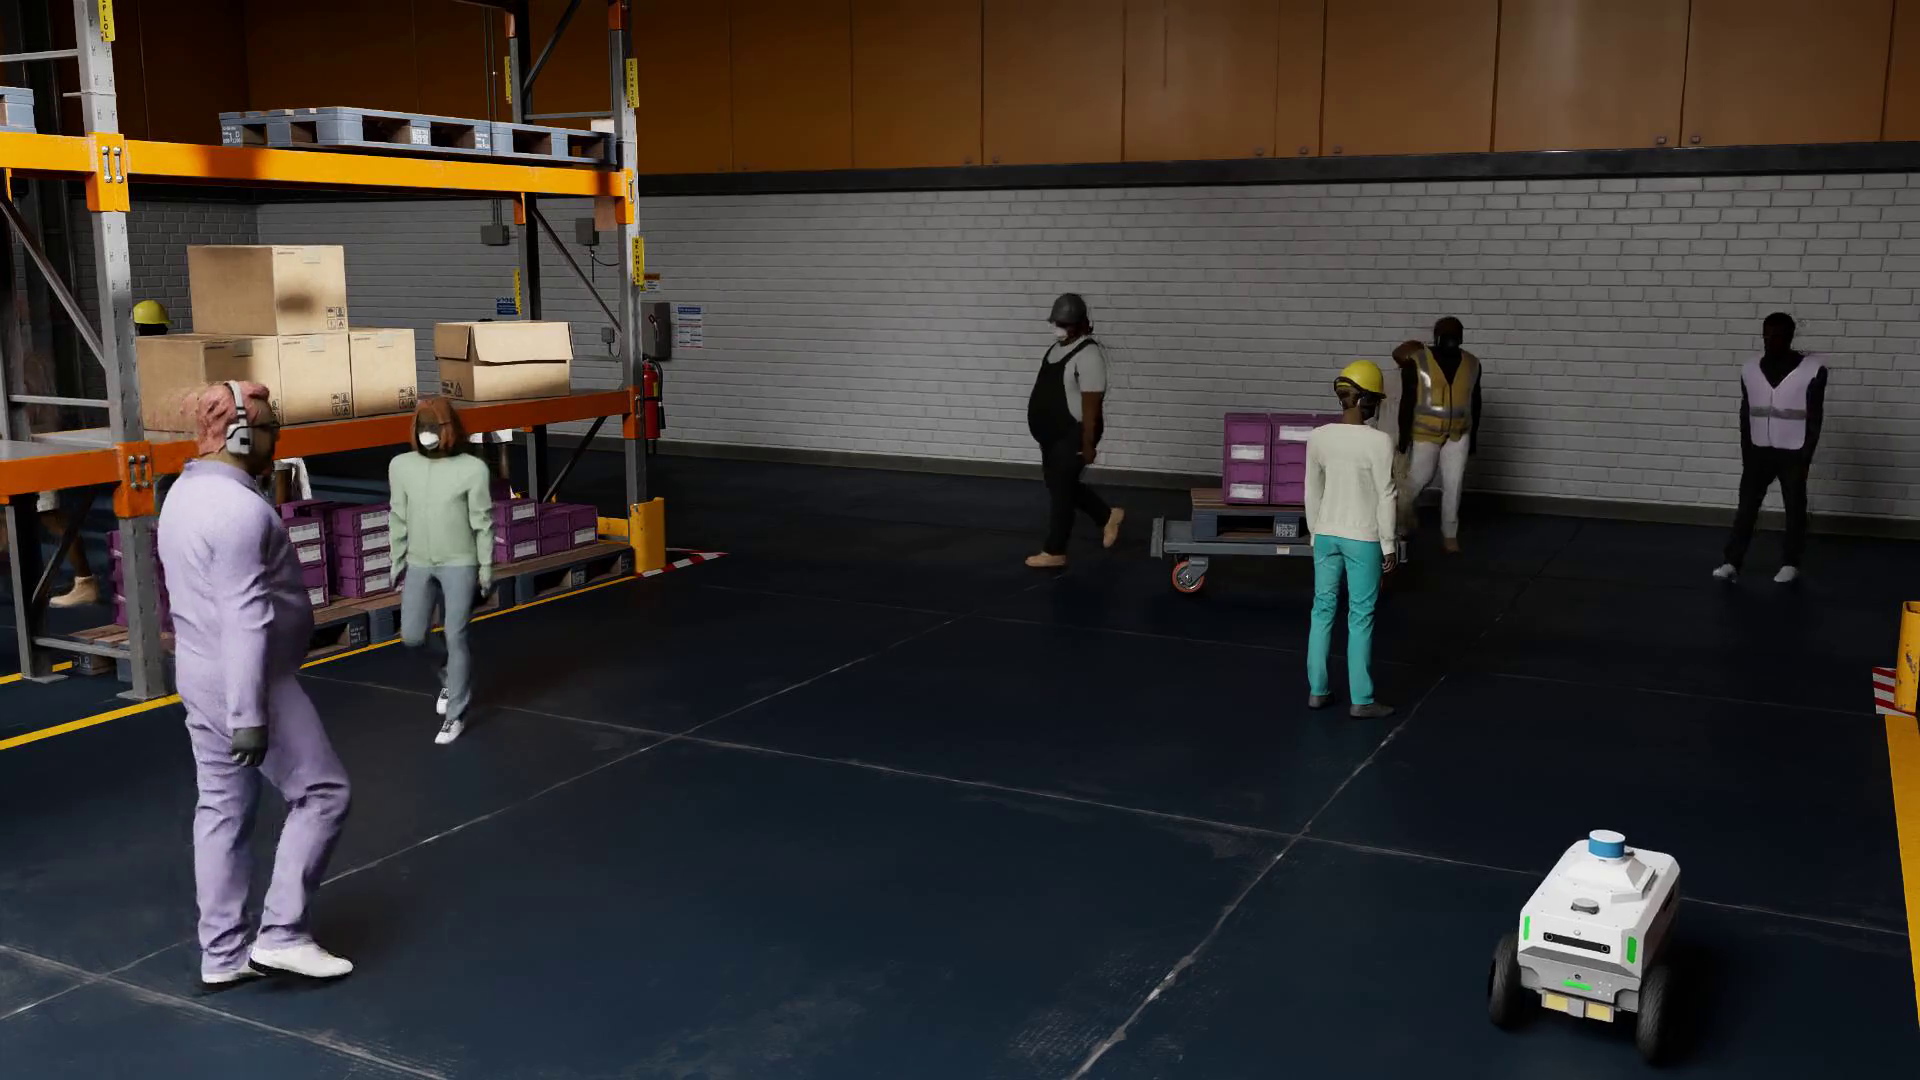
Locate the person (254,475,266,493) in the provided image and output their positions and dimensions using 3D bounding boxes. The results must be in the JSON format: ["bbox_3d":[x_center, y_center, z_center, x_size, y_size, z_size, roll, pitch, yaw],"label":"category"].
[{"bbox_3d":[-5.246,-0.738,12.108,0.355,1.883,0.573,-6,12,-33],"label":"person"}]

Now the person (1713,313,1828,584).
[{"bbox_3d":[5.554,-0.602,11.353,0.962,1.868,0.604,-9,13,-41],"label":"person"}]

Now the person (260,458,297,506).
[{"bbox_3d":[-5.254,-0.867,12.725,0.543,1.928,0.372,4,11,23],"label":"person"}]

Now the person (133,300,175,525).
[{"bbox_3d":[-6.050,-0.832,12.519,0.366,1.926,0.594,-9,13,-42],"label":"person"}]

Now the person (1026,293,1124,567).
[{"bbox_3d":[0.869,-0.821,12.129,0.781,2.000,0.696,-3,10,-18],"label":"person"}]

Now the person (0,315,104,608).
[{"bbox_3d":[-6.041,-0.528,10.583,1.021,1.986,0.664,-3,10,-16],"label":"person"}]

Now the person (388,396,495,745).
[{"bbox_3d":[-2.425,0.126,7.830,0.514,1.621,0.435,1,10,7],"label":"person"}]

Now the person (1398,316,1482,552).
[{"bbox_3d":[3.709,-0.846,12.974,0.644,1.815,0.804,0,10,-1],"label":"person"}]

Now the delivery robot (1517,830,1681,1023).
[{"bbox_3d":[1.919,1.111,4.969,0.477,0.478,0.707,6,11,32],"label":"delivery robot"}]

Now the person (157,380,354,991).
[{"bbox_3d":[-2.144,0.457,5.130,0.559,1.890,0.658,-8,13,-40],"label":"person"}]

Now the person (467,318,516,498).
[{"bbox_3d":[-4.262,-1.156,15.060,0.533,1.697,0.319,2,10,12],"label":"person"}]

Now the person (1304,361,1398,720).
[{"bbox_3d":[1.932,0.001,8.191,0.327,1.760,0.523,-8,13,-39],"label":"person"}]

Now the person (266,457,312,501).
[{"bbox_3d":[-5.502,-0.815,13.389,0.529,1.593,0.837,9,13,41],"label":"person"}]

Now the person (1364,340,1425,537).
[{"bbox_3d":[3.441,-0.801,13.322,0.609,1.589,0.365,-1,10,-4],"label":"person"}]
